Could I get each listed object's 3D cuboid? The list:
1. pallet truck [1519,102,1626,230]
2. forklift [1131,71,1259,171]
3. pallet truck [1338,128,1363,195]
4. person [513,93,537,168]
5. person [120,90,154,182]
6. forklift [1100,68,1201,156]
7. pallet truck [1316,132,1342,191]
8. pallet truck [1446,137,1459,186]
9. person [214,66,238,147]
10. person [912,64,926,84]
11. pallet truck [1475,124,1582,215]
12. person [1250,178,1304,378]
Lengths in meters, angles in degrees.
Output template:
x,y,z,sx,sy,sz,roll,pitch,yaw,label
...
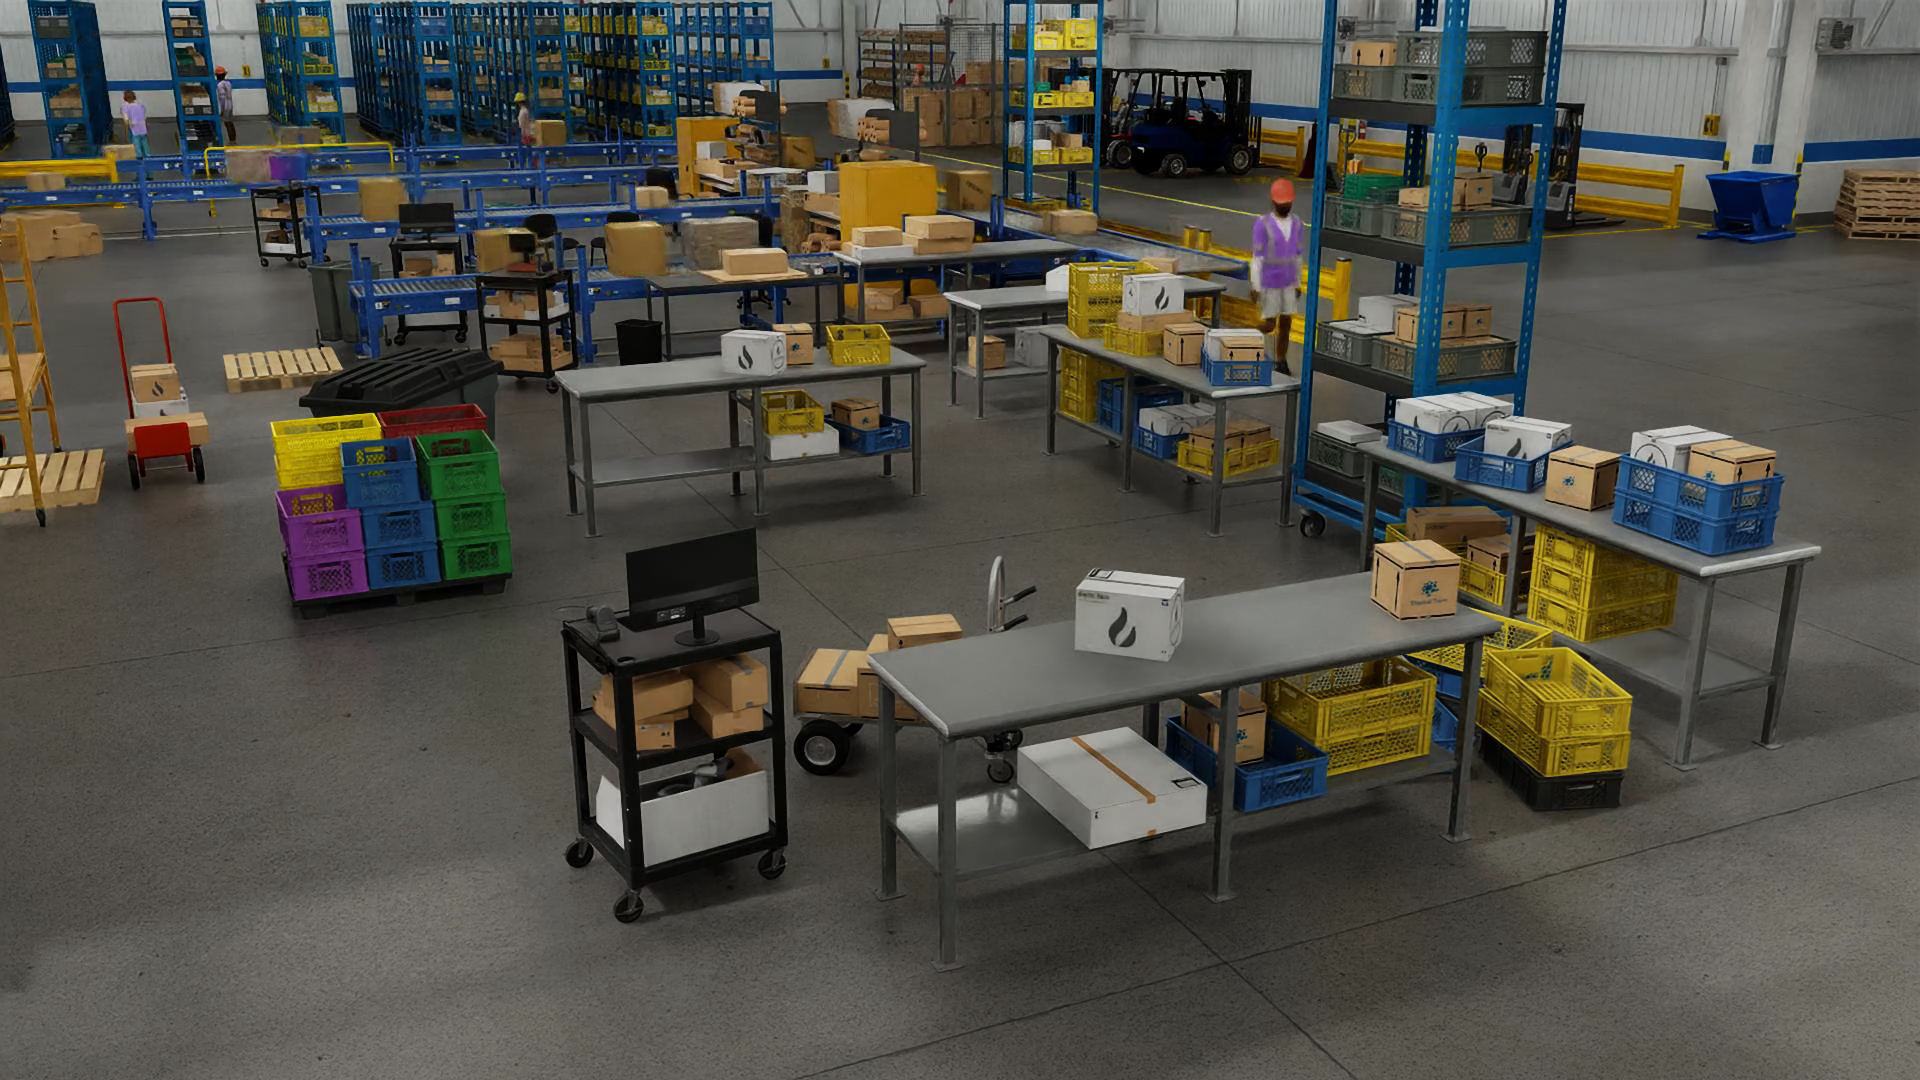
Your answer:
x,y,z,sx,sy,sz,roll,pitch,yaw,label
9.972,-6.037,26.785,1.885,1.965,0.823,-9,20,-25,pallet truck
4.998,-8.936,35.413,2.680,1.987,1.157,-9,20,-25,forklift
7.845,-7.140,31.411,1.522,1.261,0.704,-9,20,-25,pallet truck
-9.216,-8.470,34.867,0.700,1.742,0.549,-2,18,-7,person
-16.882,-8.284,34.118,0.397,1.840,0.564,8,19,23,person
4.082,-9.564,37.410,2.680,1.987,1.157,-8,19,-23,forklift
7.723,-7.504,32.656,1.601,1.201,0.680,-8,19,-23,pallet truck
9.184,-6.485,29.328,1.630,1.274,0.653,-8,19,-23,pallet truck
-18.710,-10.996,42.334,0.374,2.043,0.611,-1,18,-4,person
-1.151,-12.228,46.308,0.399,1.984,0.610,-3,18,-9,person
9.707,-6.455,28.103,1.885,1.965,0.823,-7,19,-20,pallet truck
2.937,-2.428,15.551,0.602,1.915,0.601,-9,20,-26,person
